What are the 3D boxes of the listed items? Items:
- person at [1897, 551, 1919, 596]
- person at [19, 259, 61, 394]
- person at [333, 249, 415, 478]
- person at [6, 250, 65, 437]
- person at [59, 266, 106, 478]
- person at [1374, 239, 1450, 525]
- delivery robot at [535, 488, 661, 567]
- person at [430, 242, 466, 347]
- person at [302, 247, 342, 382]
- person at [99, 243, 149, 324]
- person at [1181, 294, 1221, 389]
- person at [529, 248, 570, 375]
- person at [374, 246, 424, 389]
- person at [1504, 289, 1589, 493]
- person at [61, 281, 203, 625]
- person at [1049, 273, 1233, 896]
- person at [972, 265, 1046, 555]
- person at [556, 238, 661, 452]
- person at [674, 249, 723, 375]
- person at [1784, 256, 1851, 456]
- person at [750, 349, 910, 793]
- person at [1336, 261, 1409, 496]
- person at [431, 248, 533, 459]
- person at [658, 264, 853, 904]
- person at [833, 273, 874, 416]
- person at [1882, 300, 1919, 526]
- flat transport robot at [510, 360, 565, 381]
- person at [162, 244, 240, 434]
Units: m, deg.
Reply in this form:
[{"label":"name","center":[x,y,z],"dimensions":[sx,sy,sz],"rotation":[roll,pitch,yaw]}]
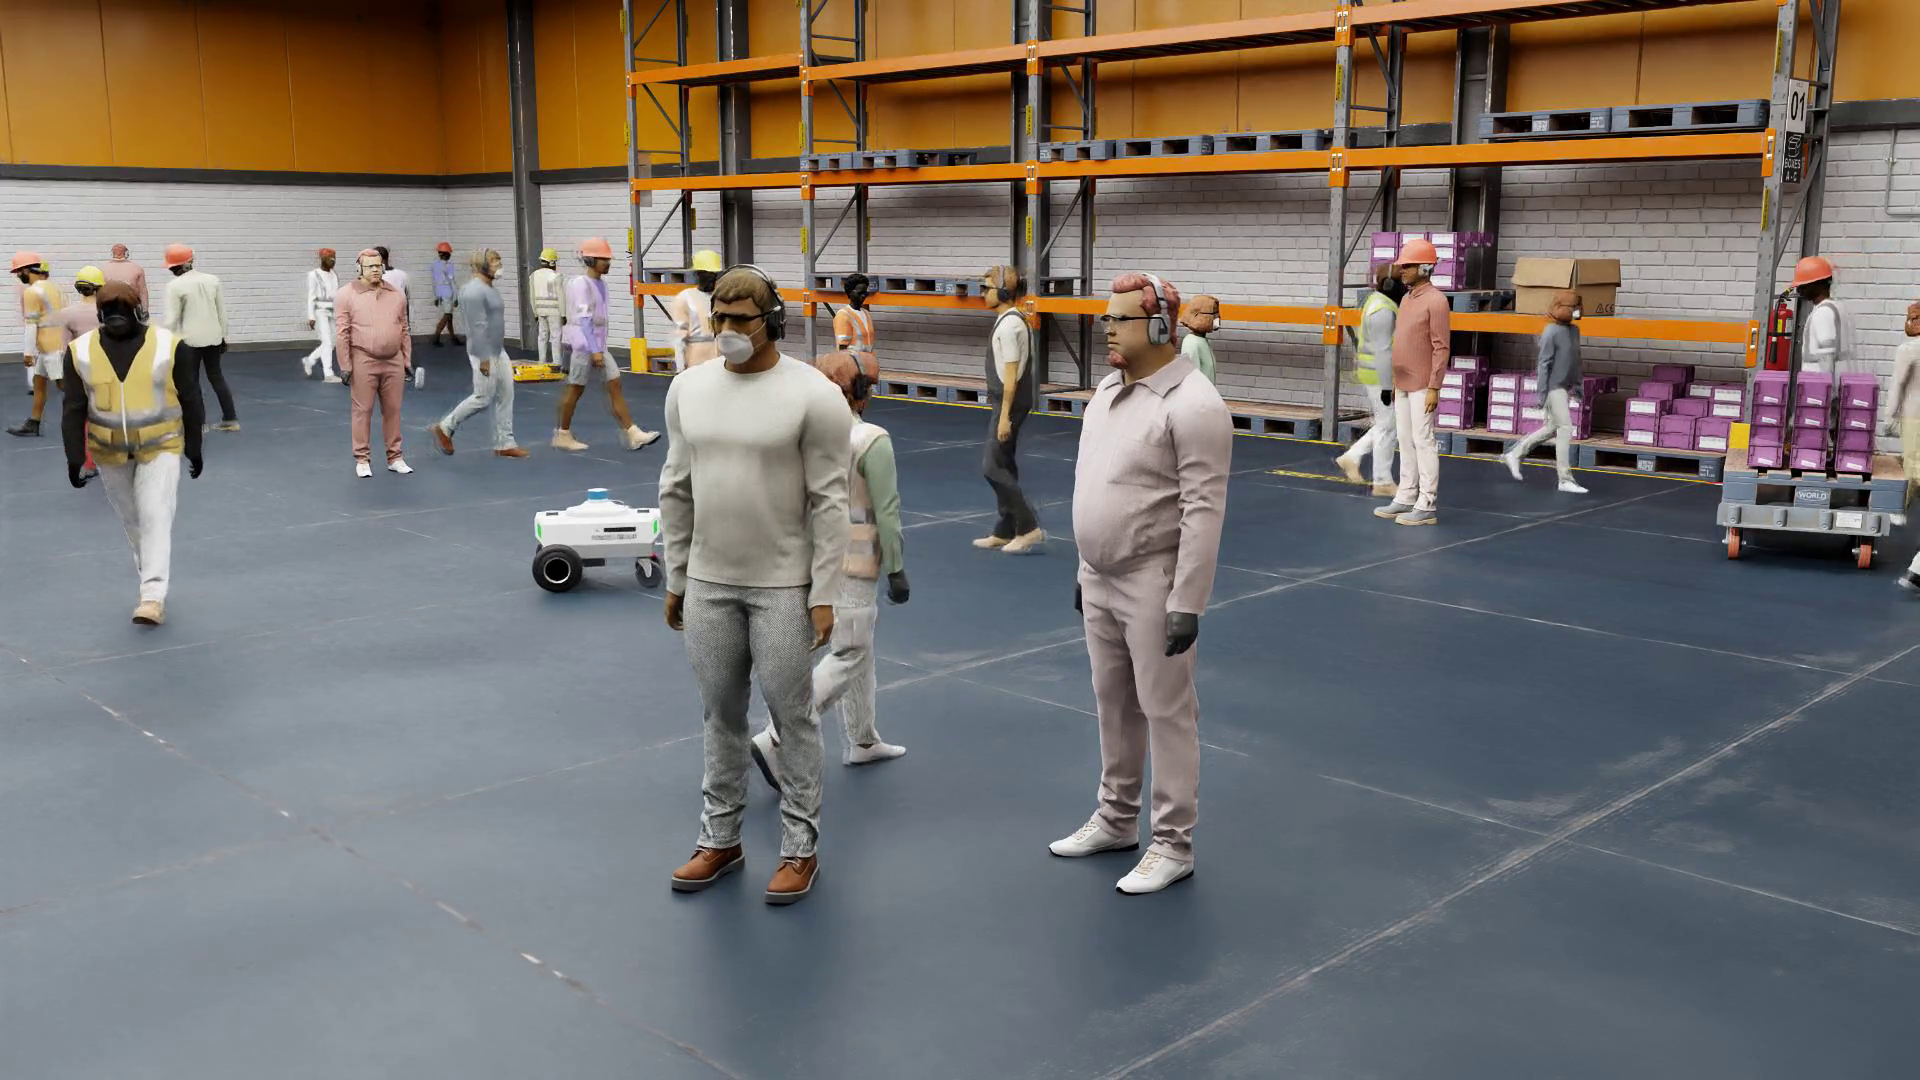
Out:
[{"label":"person","center":[5.637,-0.546,9.241],"dimensions":[0.907,1.785,0.616],"rotation":[-2,11,-11]},{"label":"person","center":[-11.787,-2.739,21.373],"dimensions":[0.530,1.714,0.945],"rotation":[-2,11,-9]},{"label":"person","center":[-4.912,-1.488,14.022],"dimensions":[0.654,1.906,0.406],"rotation":[-9,14,-42]},{"label":"person","center":[-9.096,-1.950,16.642],"dimensions":[0.908,1.883,0.571],"rotation":[-2,11,-12]},{"label":"person","center":[-7.205,-1.397,13.913],"dimensions":[0.525,1.769,0.309],"rotation":[-1,10,-7]},{"label":"person","center":[3.195,-1.105,11.692],"dimensions":[0.388,1.992,0.625],"rotation":[-2,11,-11]},{"label":"delivery robot","center":[-2.095,-0.056,9.647],"dimensions":[0.707,0.478,0.477],"rotation":[-2,11,-11]},{"label":"person","center":[-9.378,-4.456,30.246],"dimensions":[0.552,1.934,0.743],"rotation":[8,13,37]},{"label":"person","center":[-8.871,-3.120,23.069],"dimensions":[0.714,1.863,0.606],"rotation":[4,11,20]},{"label":"person","center":[-12.223,-3.380,24.351],"dimensions":[0.651,1.904,0.402],"rotation":[-4,11,-19]},{"label":"person","center":[1.588,-0.822,11.135],"dimensions":[0.267,1.632,0.507],"rotation":[3,11,16]},{"label":"person","center":[-5.922,-3.294,24.071],"dimensions":[0.601,1.830,0.404],"rotation":[6,12,28]},{"label":"person","center":[-7.417,-2.899,21.790],"dimensions":[0.849,1.880,0.633],"rotation":[7,13,34]},{"label":"person","center":[4.706,-1.201,13.281],"dimensions":[0.741,1.605,0.527],"rotation":[10,14,44]},{"label":"person","center":[-4.371,-0.466,8.795],"dimensions":[0.638,1.786,0.973],"rotation":[-2,11,-12]},{"label":"person","center":[0.546,0.133,5.188],"dimensions":[0.409,1.909,0.642],"rotation":[-6,12,-29]},{"label":"person","center":[0.305,-0.815,10.562],"dimensions":[0.423,1.837,0.538],"rotation":[1,10,6]},{"label":"person","center":[-3.348,-1.796,15.463],"dimensions":[1.030,1.985,0.622],"rotation":[3,11,16]},{"label":"person","center":[-2.209,-1.548,14.366],"dimensions":[0.588,1.909,0.631],"rotation":[-8,13,-38]},{"label":"person","center":[6.337,-1.138,12.231],"dimensions":[0.965,1.875,0.630],"rotation":[8,13,38]},{"label":"person","center":[-0.490,0.111,6.102],"dimensions":[0.725,1.611,0.507],"rotation":[-8,13,-36]},{"label":"person","center":[3.265,-1.244,12.912],"dimensions":[0.491,1.823,0.643],"rotation":[2,11,12]},{"label":"person","center":[-4.329,-1.660,14.953],"dimensions":[0.789,1.915,0.632],"rotation":[1,10,6]},{"label":"person","center":[-0.633,0.139,5.072],"dimensions":[0.631,1.939,0.372],"rotation":[4,11,20]},{"label":"person","center":[-0.918,-1.465,14.467],"dimensions":[0.322,1.698,0.533],"rotation":[4,11,22]},{"label":"person","center":[6.576,-0.831,11.304],"dimensions":[0.498,1.599,0.806],"rotation":[-2,11,-12]},{"label":"flat transport robot","center":[-6.198,-2.409,23.508],"dimensions":[0.652,0.197,1.431],"rotation":[-8,13,-37]},{"label":"person","center":[-7.776,-2.042,16.981],"dimensions":[0.404,1.939,0.663],"rotation":[5,12,27]}]
